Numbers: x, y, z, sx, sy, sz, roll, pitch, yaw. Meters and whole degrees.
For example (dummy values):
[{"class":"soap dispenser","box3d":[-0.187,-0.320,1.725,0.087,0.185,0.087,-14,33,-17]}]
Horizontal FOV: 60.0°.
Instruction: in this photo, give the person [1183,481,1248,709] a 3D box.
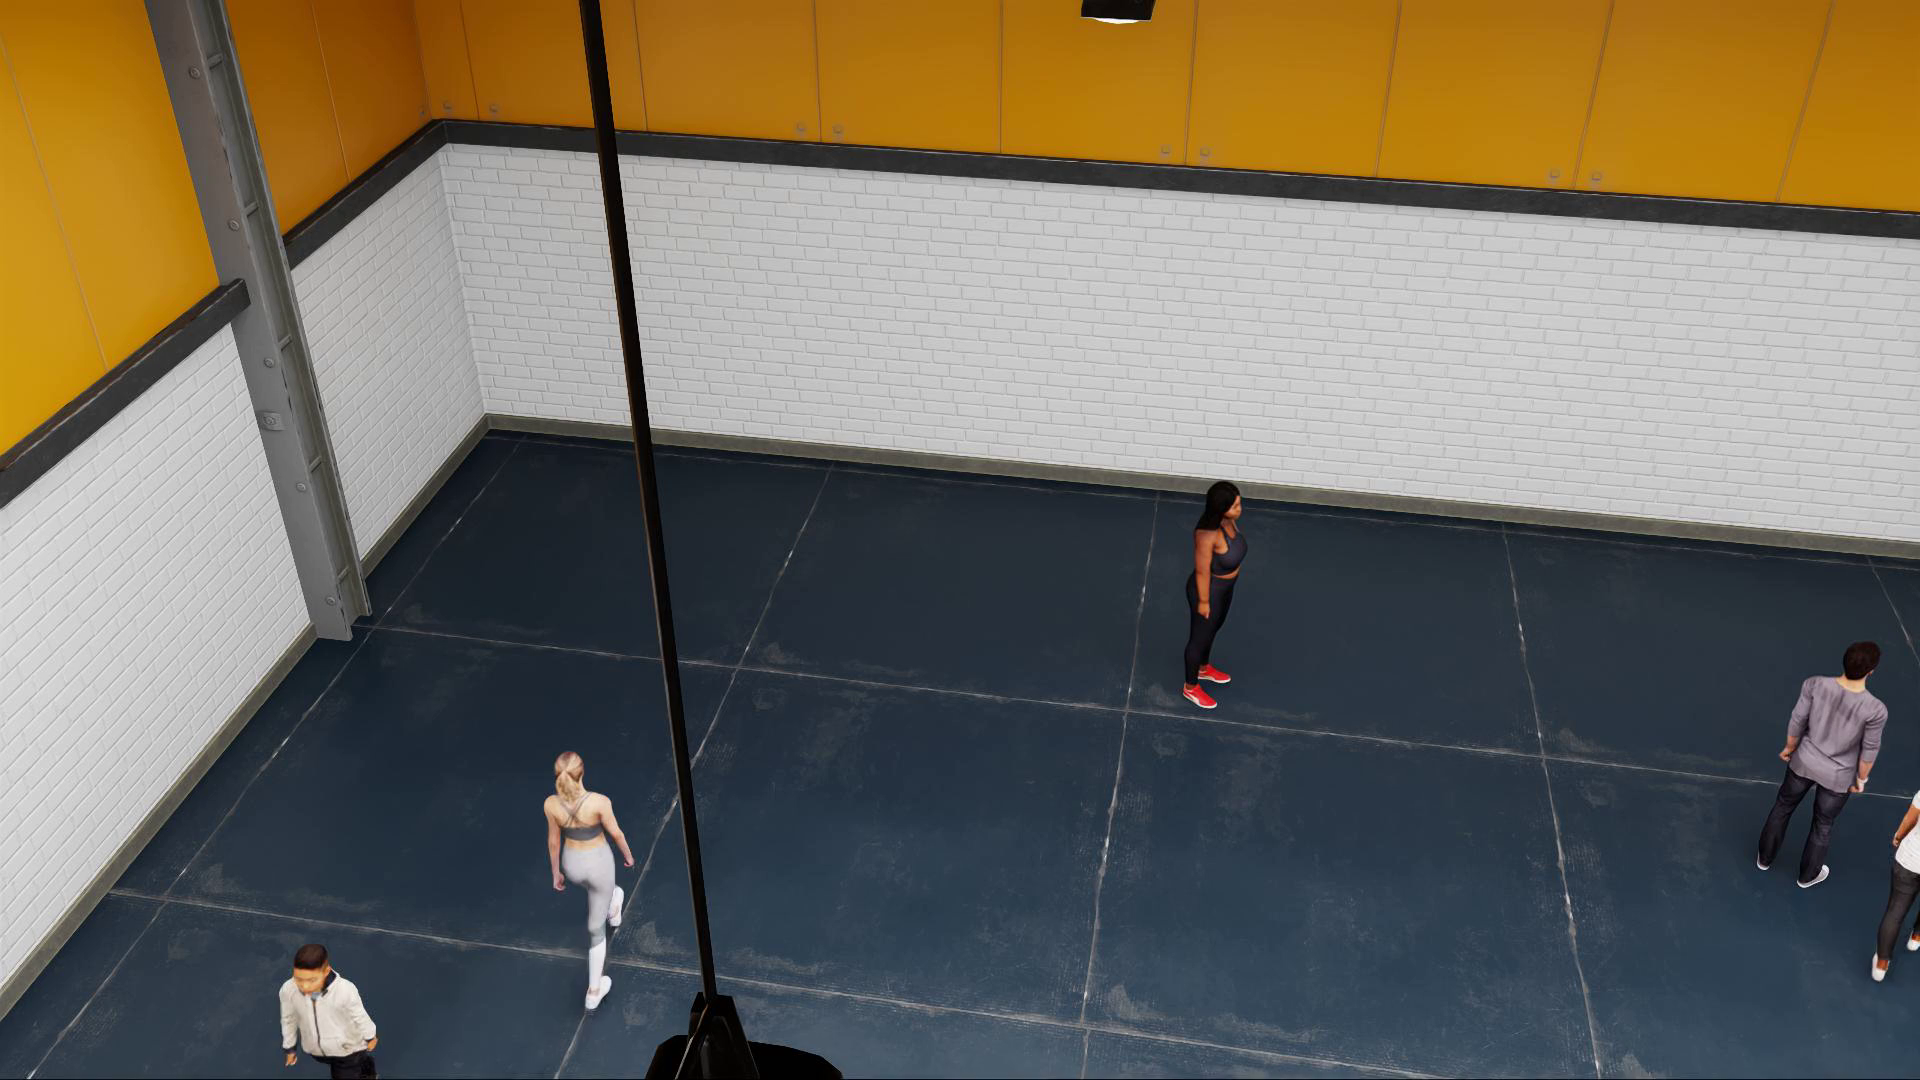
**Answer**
[{"class":"person","box3d":[1.836,0.352,12.137,0.805,1.815,0.668,17,37,23]}]

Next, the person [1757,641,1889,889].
[{"class":"person","box3d":[5.465,1.407,10.515,0.747,1.854,0.750,28,43,36]}]

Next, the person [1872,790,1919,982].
[{"class":"person","box3d":[5.722,1.987,9.858,0.762,1.615,0.933,19,38,27]}]

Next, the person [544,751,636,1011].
[{"class":"person","box3d":[-2.199,2.014,9.787,0.688,1.648,1.184,3,34,4]}]

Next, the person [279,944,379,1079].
[{"class":"person","box3d":[-3.369,2.659,9.032,0.658,1.411,0.987,4,34,6]}]
